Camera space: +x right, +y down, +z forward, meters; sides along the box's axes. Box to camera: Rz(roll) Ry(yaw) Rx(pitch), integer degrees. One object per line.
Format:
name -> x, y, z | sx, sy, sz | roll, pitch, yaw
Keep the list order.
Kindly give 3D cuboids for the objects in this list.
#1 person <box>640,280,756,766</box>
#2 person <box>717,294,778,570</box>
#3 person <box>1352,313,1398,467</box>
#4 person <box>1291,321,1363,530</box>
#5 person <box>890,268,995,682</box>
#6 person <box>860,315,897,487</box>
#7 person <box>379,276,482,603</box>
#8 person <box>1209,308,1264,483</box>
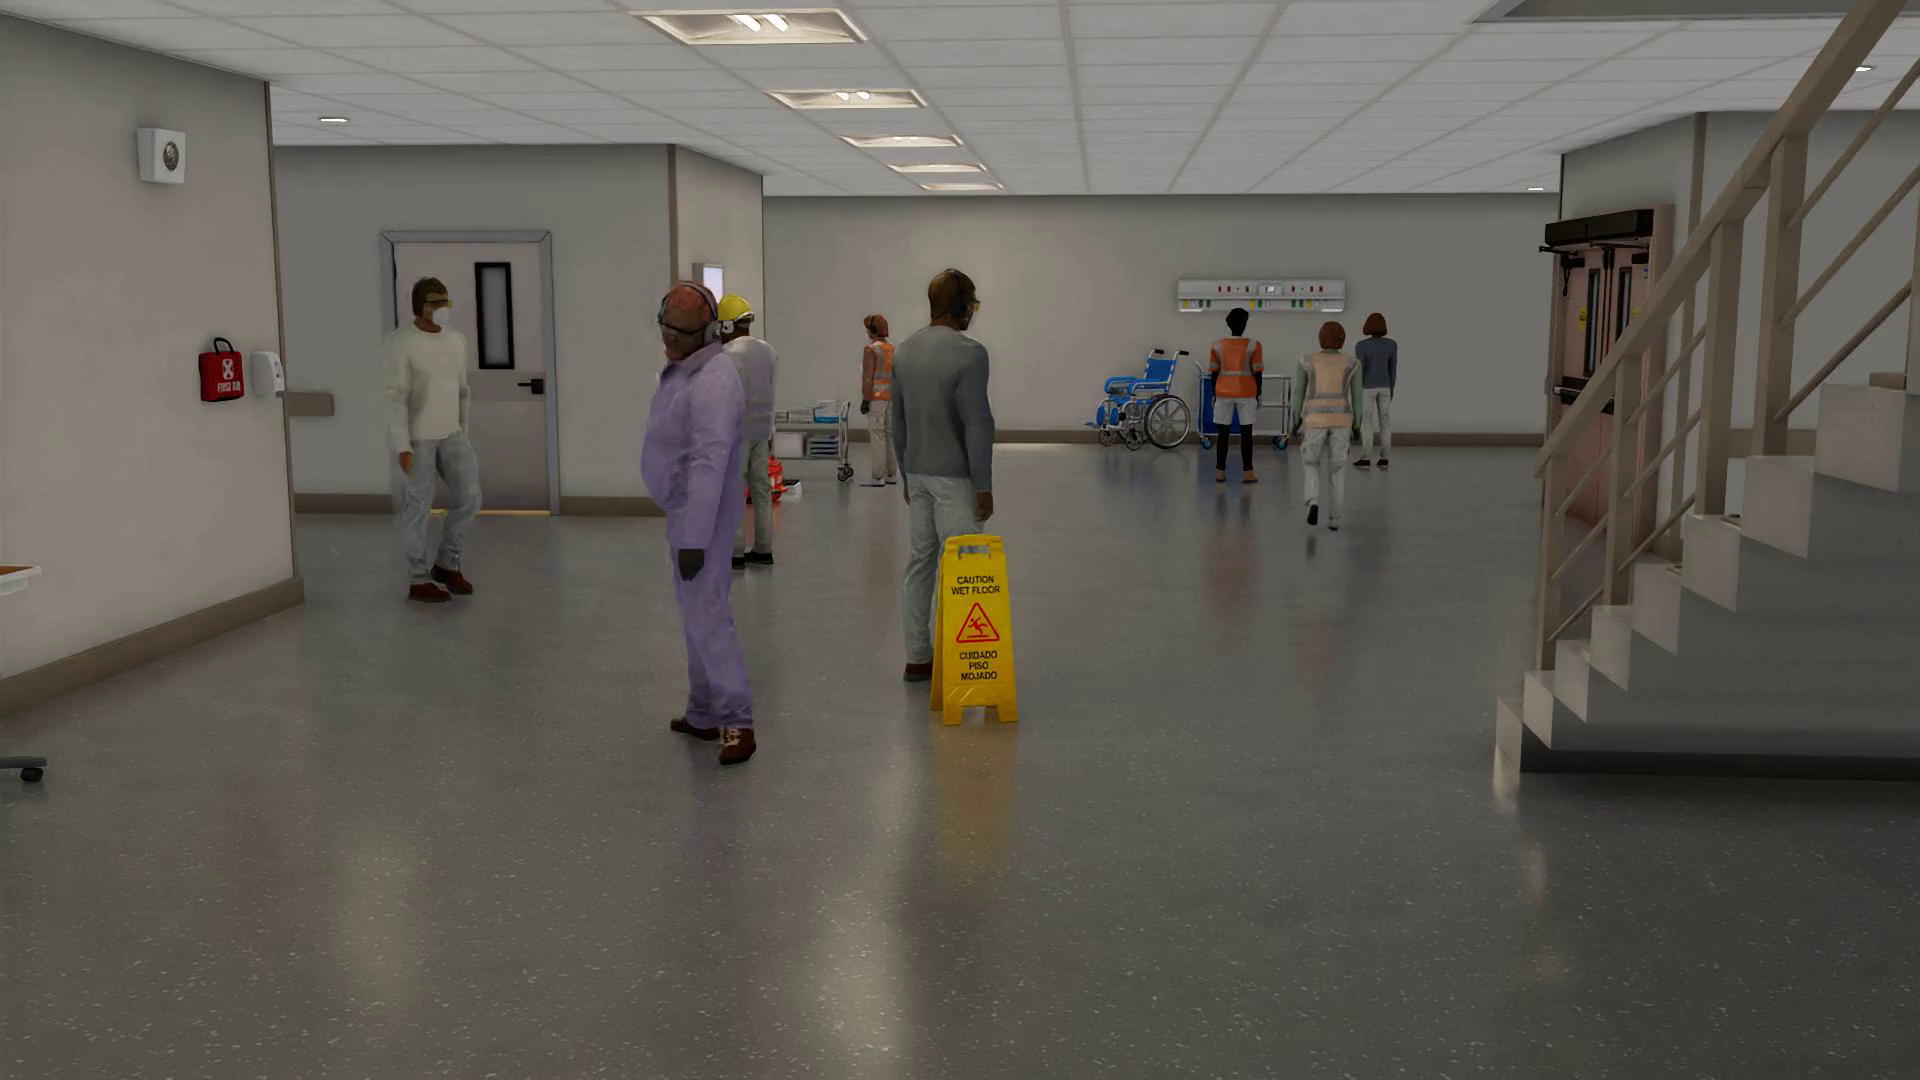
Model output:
person -> -1.059, -0.077, 6.583 | 0.394, 1.875, 0.730 | -2, 9, -16
person -> -1.460, -0.712, 11.055 | 0.403, 1.824, 0.590 | 6, 10, 36
person -> 4.380, -1.581, 17.592 | 0.497, 1.633, 0.285 | -3, 9, -17
person -> 2.827, -0.873, 12.809 | 0.556, 1.618, 0.451 | 1, 8, 10
person -> -0.068, -0.275, 7.684 | 0.355, 1.936, 0.635 | -7, 11, -39
person -> -0.769, -1.325, 15.851 | 0.311, 1.635, 0.511 | 4, 9, 25
person -> -3.114, -0.576, 9.798 | 0.462, 1.923, 0.648 | 5, 10, 32
person -> 2.671, -1.390, 16.077 | 0.535, 1.697, 0.318 | 3, 9, 20
